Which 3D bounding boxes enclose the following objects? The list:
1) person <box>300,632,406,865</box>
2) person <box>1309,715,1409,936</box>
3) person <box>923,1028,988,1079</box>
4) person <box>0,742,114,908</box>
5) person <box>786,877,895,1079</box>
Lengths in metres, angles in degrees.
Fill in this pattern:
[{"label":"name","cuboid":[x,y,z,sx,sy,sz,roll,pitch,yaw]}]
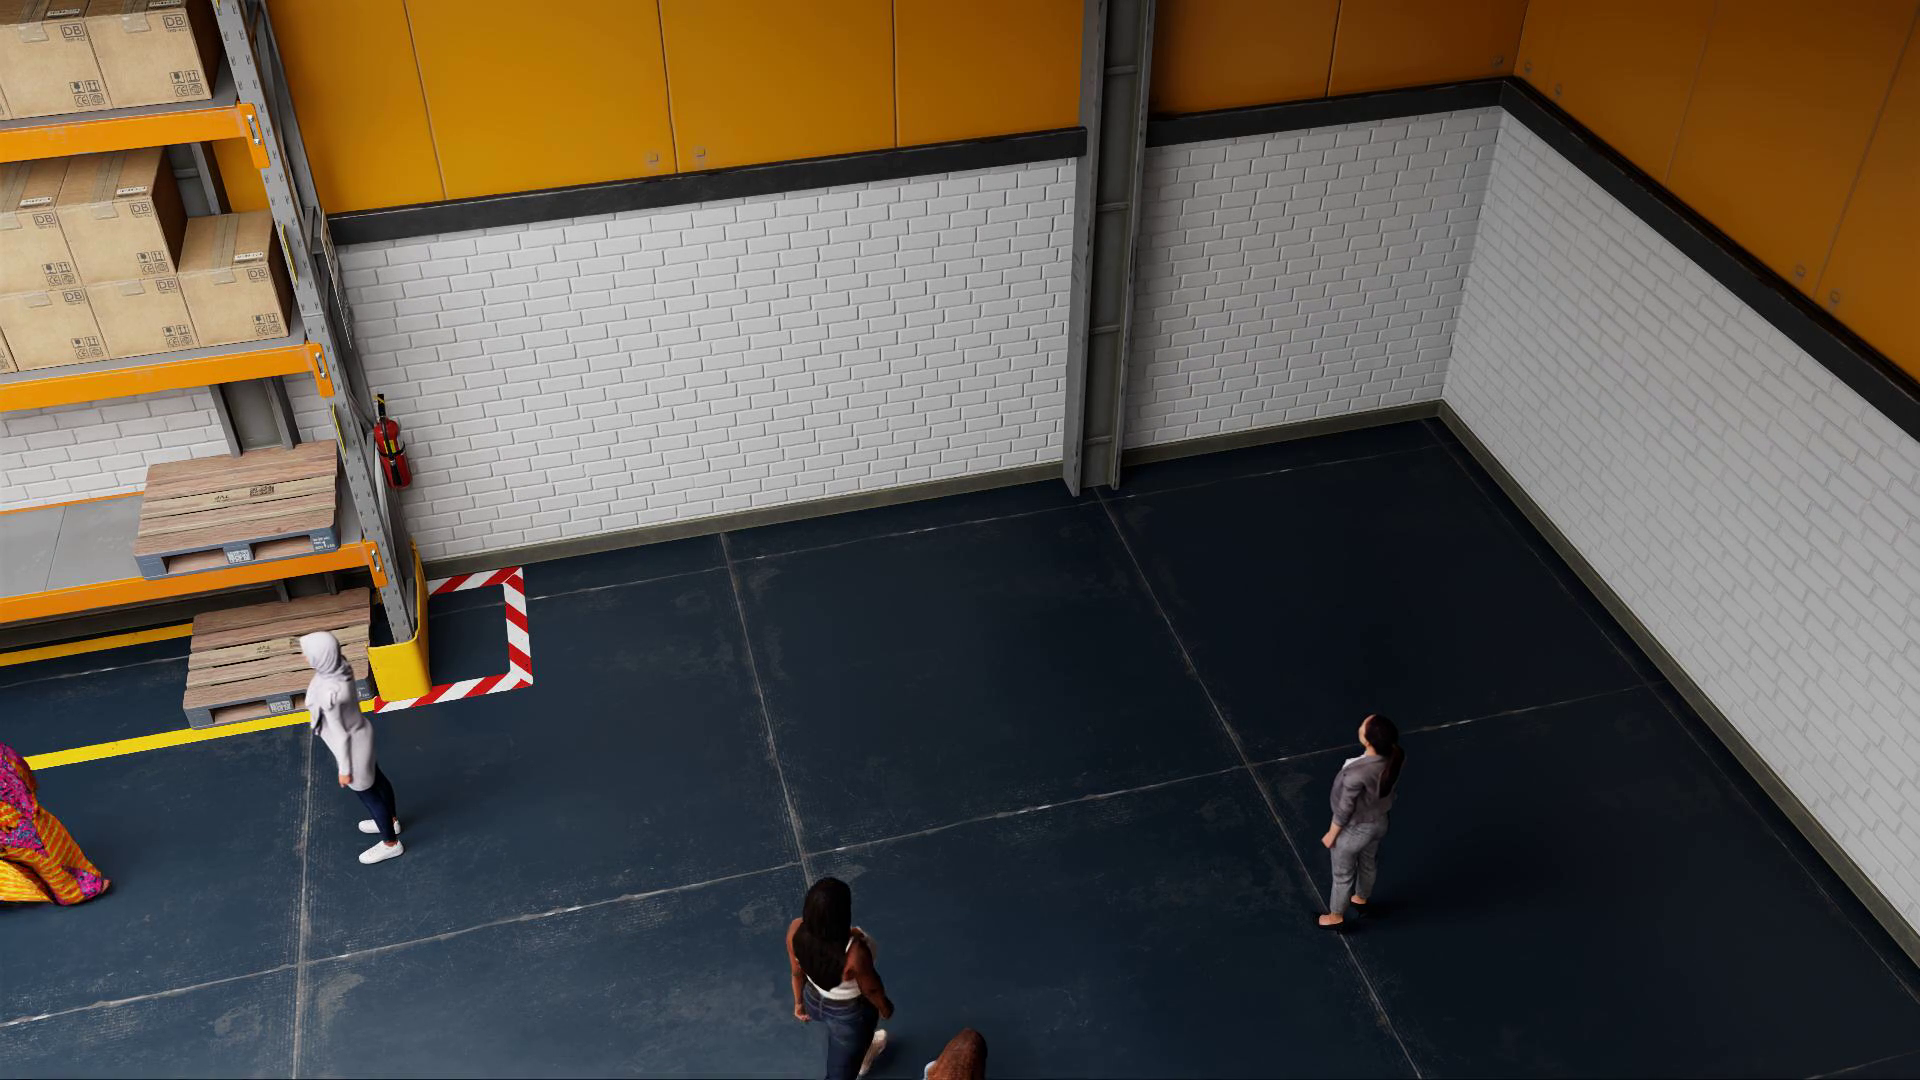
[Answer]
[{"label":"person","cuboid":[-3.610,1.225,9.921,0.557,1.775,0.626,-6,39,-7]},{"label":"person","cuboid":[2.287,1.630,9.491,0.642,1.678,0.757,-24,44,-27]},{"label":"person","cuboid":[-0.077,2.926,8.039,0.723,1.466,0.773,21,43,24]},{"label":"person","cuboid":[-5.588,1.560,9.589,1.126,1.666,0.799,-19,42,-22]},{"label":"person","cuboid":[-0.653,2.438,8.405,1.106,1.771,1.246,25,45,28]}]
